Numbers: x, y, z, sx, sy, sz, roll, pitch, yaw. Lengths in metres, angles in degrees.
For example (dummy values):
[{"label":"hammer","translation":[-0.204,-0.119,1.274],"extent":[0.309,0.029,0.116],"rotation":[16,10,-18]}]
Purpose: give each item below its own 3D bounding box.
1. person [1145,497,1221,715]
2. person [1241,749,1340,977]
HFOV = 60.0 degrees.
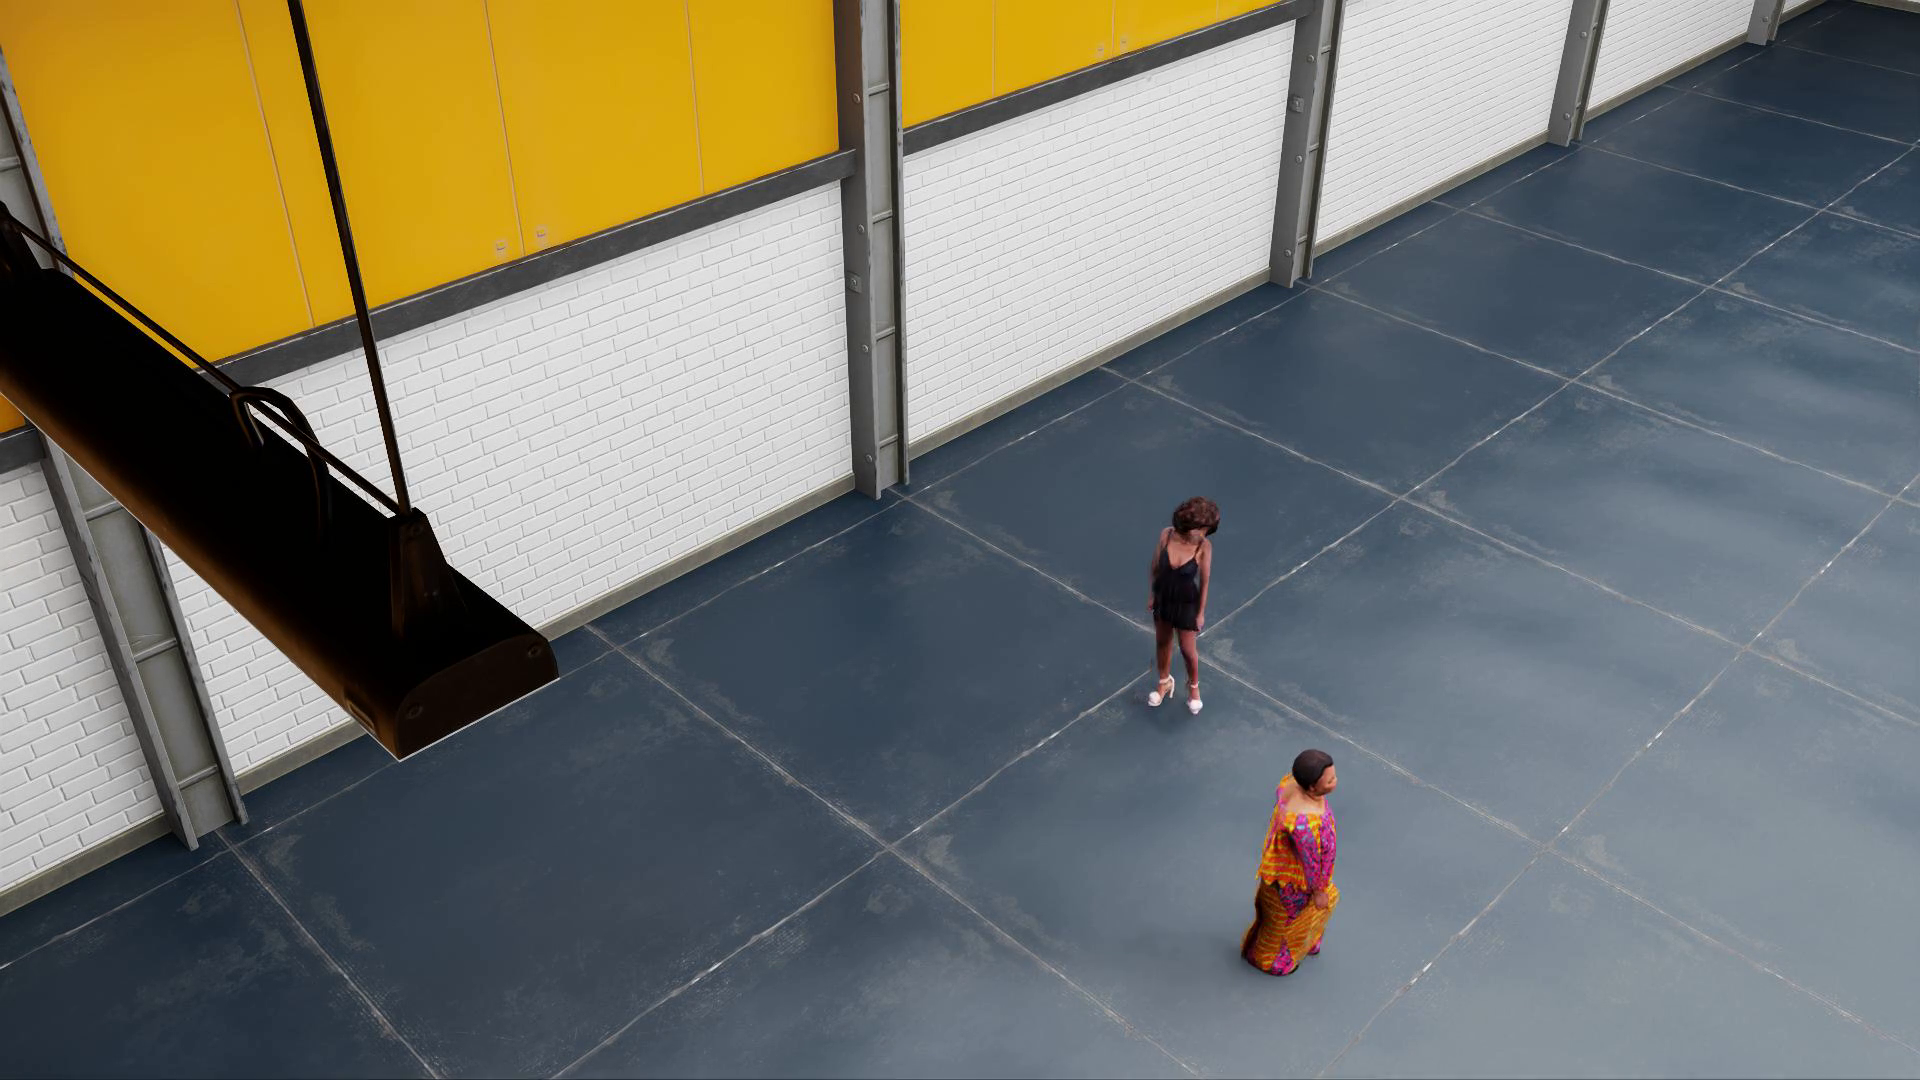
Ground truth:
[{"label":"person","translation":[1.470,0.444,11.459],"extent":[0.683,1.763,0.656],"rotation":[26,42,34]},{"label":"person","translation":[1.848,1.842,9.456],"extent":[0.892,1.652,0.841],"rotation":[7,34,10]}]
